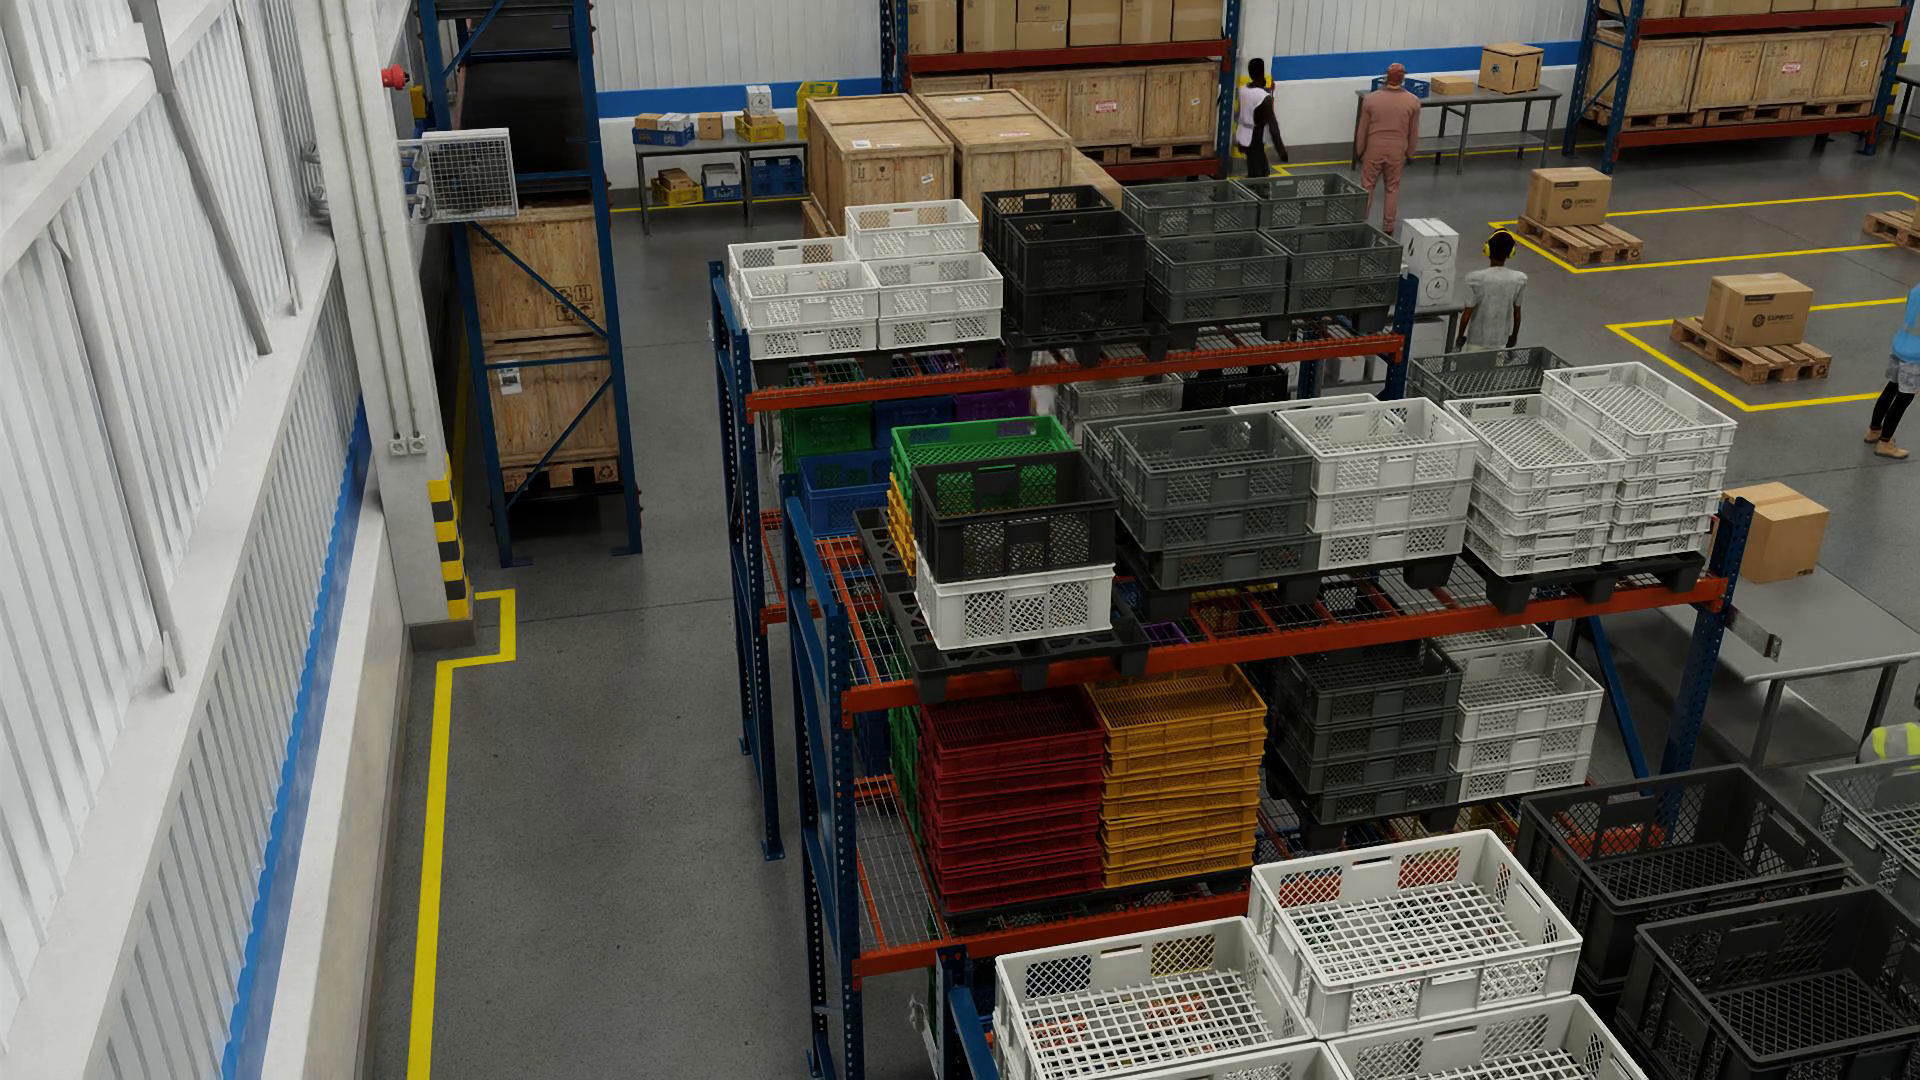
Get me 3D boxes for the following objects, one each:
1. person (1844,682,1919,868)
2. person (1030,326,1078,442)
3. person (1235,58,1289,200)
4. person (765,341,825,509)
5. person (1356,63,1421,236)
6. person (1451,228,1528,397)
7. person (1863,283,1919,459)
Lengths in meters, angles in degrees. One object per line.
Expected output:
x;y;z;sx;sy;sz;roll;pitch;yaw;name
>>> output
4.354;1.394;7.706;0.623;1.838;0.430;3;28;6;person
0.622;-1.102;12.450;0.877;1.842;0.620;1;28;2;person
3.434;-4.458;18.773;0.642;1.875;0.709;-3;28;-5;person
-1.198;-0.970;12.082;0.372;1.940;0.631;-23;36;-37;person
4.740;-4.336;18.516;0.657;1.900;0.394;4;28;8;person
4.199;-1.576;13.303;0.518;1.873;0.328;0;28;0;person
7.647;-1.485;13.319;0.320;1.692;0.532;4;28;7;person
